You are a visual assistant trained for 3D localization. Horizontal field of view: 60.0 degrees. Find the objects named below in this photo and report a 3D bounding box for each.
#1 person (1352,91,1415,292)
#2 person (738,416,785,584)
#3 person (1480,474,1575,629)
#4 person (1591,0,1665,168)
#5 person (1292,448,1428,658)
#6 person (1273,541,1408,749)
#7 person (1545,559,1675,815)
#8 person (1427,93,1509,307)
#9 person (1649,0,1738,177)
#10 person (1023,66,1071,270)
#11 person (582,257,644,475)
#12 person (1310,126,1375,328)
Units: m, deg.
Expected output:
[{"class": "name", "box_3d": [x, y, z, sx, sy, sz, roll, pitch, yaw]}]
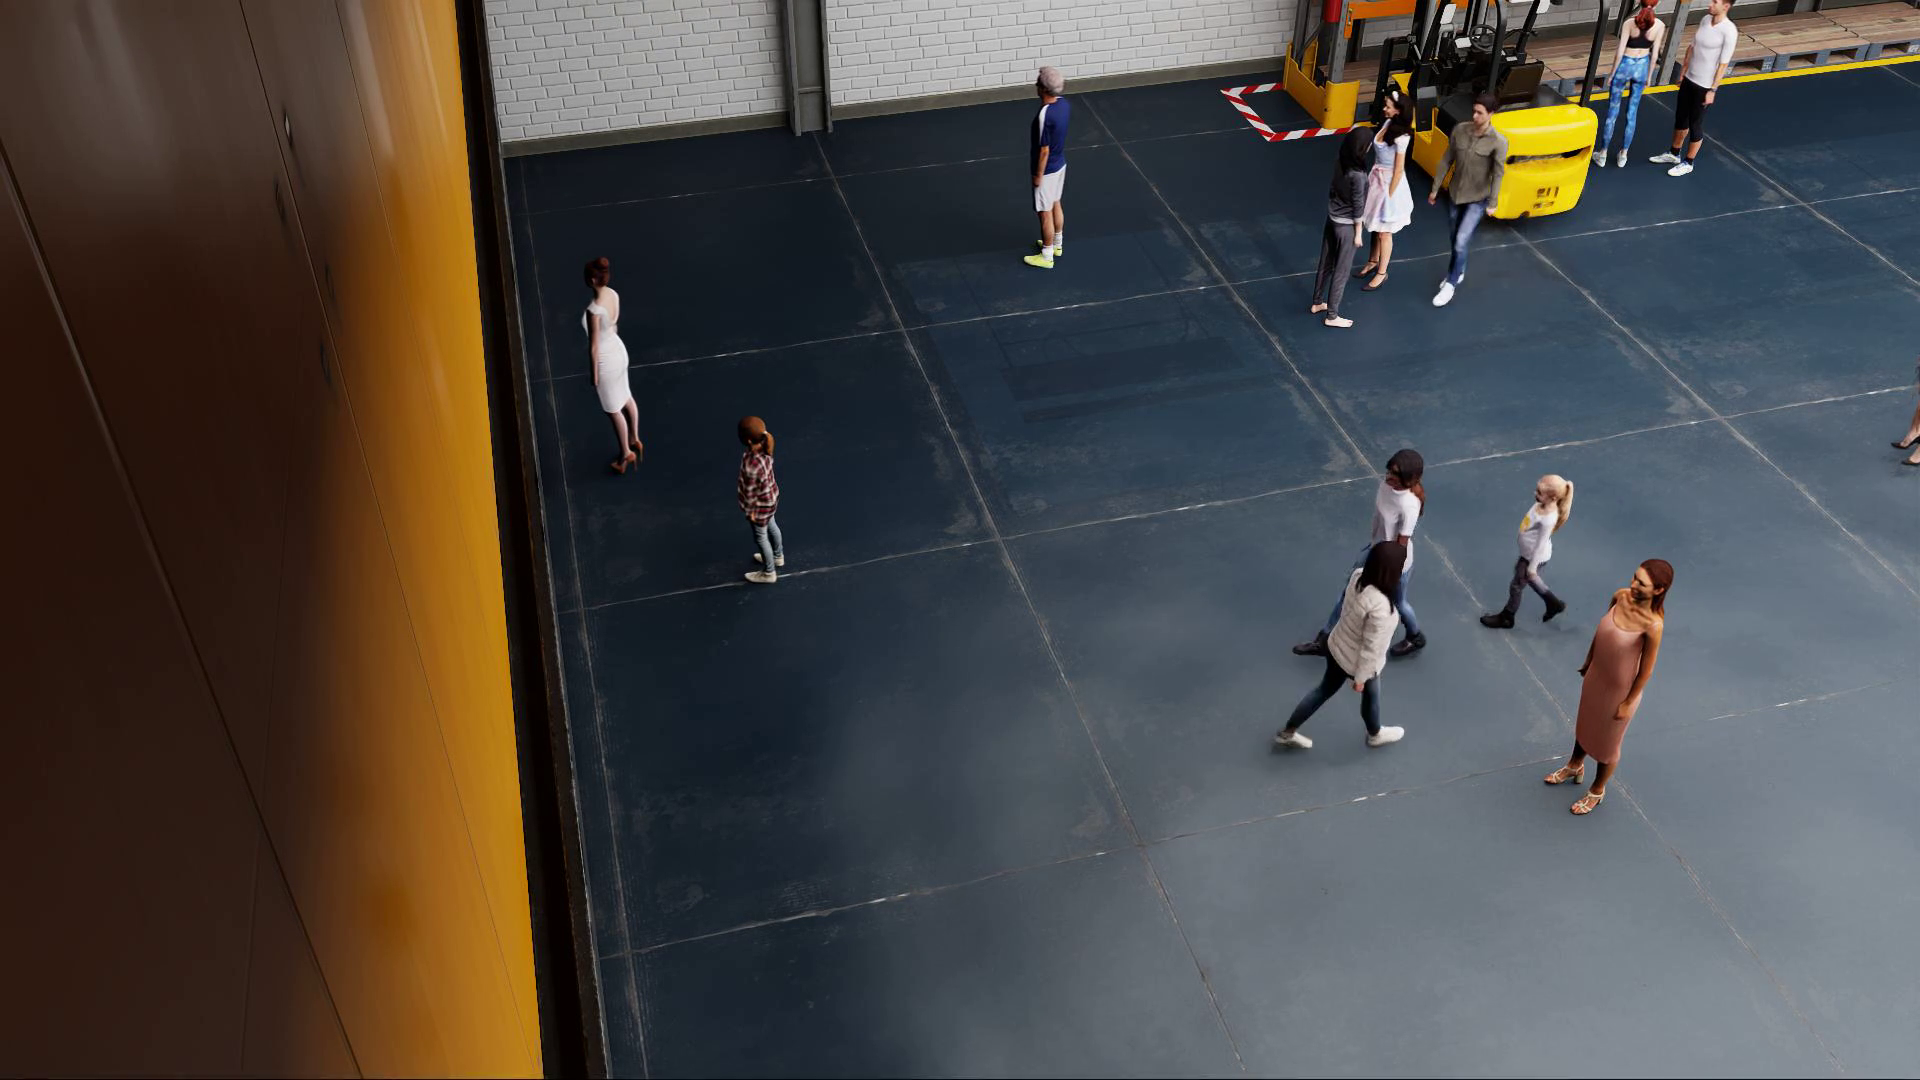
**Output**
[{"class": "person", "box_3d": [3.674, -3.012, 14.386, 0.752, 1.815, 0.729, -5, 39, -6]}, {"class": "person", "box_3d": [-1.357, -0.285, 11.382, 0.620, 1.304, 0.598, 8, 39, 10]}, {"class": "person", "box_3d": [3.828, 0.091, 10.939, 0.837, 1.268, 0.705, 9, 40, 11]}, {"class": "person", "box_3d": [6.565, -4.534, 16.318, 0.601, 1.784, 0.711, 4, 39, 5]}, {"class": "person", "box_3d": [2.787, 0.137, 10.556, 1.132, 1.675, 0.610, -8, 39, -10]}, {"class": "person", "box_3d": [2.283, 0.689, 9.928, 1.039, 1.597, 0.620, -8, 39, -10]}, {"class": "person", "box_3d": [3.766, 0.831, 9.561, 0.514, 1.832, 0.586, -12, 40, -14]}, {"class": "person", "box_3d": [4.434, -2.991, 14.339, 1.021, 1.842, 0.915, -27, 46, -30]}, {"class": "person", "box_3d": [7.215, -4.475, 16.190, 0.528, 1.851, 0.672, -10, 40, -12]}, {"class": "person", "box_3d": [0.780, -3.307, 14.739, 0.755, 1.837, 0.718, 16, 41, 19]}, {"class": "person", "box_3d": [-2.559, -1.284, 12.242, 0.646, 1.791, 0.637, 9, 40, 12]}, {"class": "person", "box_3d": [3.216, -2.643, 13.966, 0.518, 1.764, 0.607, -12, 40, -14]}]
